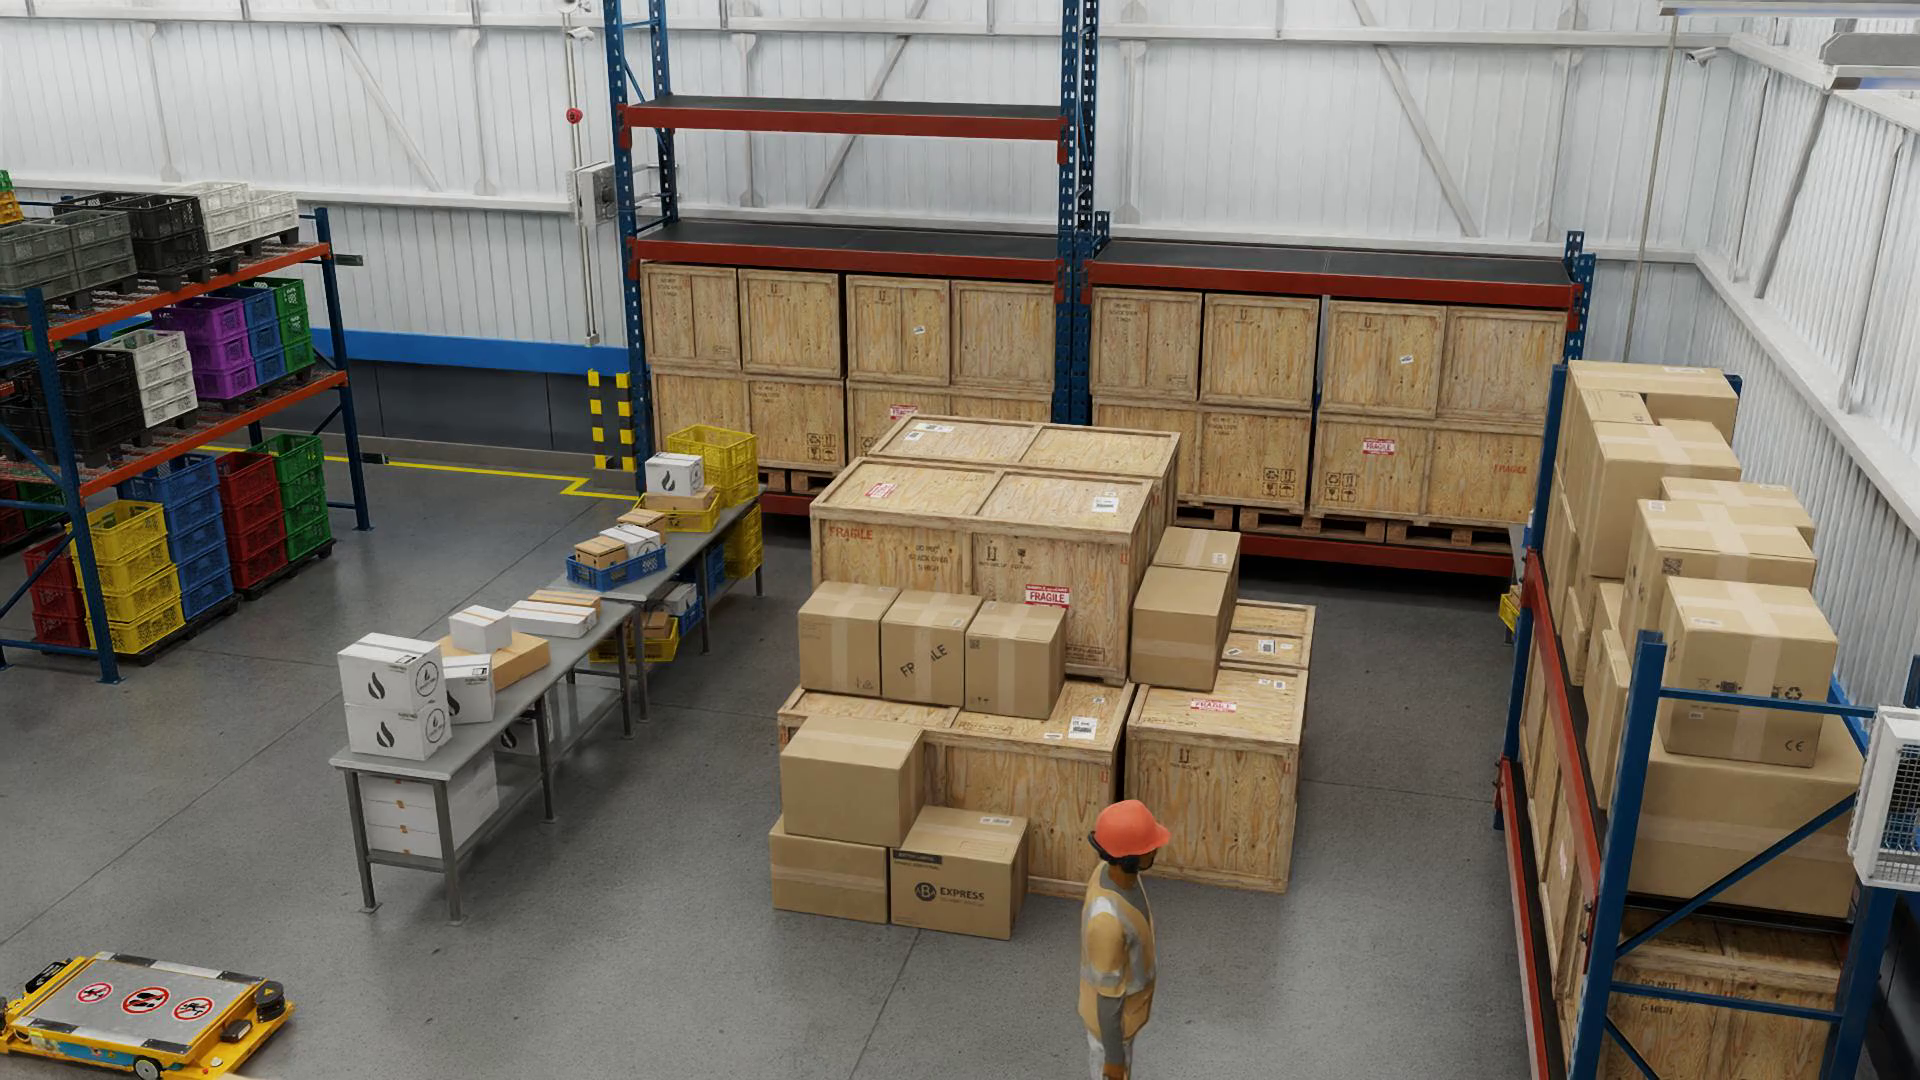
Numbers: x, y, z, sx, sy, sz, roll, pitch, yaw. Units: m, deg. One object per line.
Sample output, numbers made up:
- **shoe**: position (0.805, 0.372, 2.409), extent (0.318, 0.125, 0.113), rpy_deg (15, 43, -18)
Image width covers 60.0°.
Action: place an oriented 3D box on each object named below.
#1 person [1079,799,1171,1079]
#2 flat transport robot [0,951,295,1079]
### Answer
- **person**: position (0.697, 2.040, 7.220), extent (0.355, 2.047, 0.613), rpy_deg (3, 21, 9)
- **flat transport robot**: position (-4.270, 2.464, 8.601), extent (1.431, 0.231, 0.659), rpy_deg (5, 22, 13)
